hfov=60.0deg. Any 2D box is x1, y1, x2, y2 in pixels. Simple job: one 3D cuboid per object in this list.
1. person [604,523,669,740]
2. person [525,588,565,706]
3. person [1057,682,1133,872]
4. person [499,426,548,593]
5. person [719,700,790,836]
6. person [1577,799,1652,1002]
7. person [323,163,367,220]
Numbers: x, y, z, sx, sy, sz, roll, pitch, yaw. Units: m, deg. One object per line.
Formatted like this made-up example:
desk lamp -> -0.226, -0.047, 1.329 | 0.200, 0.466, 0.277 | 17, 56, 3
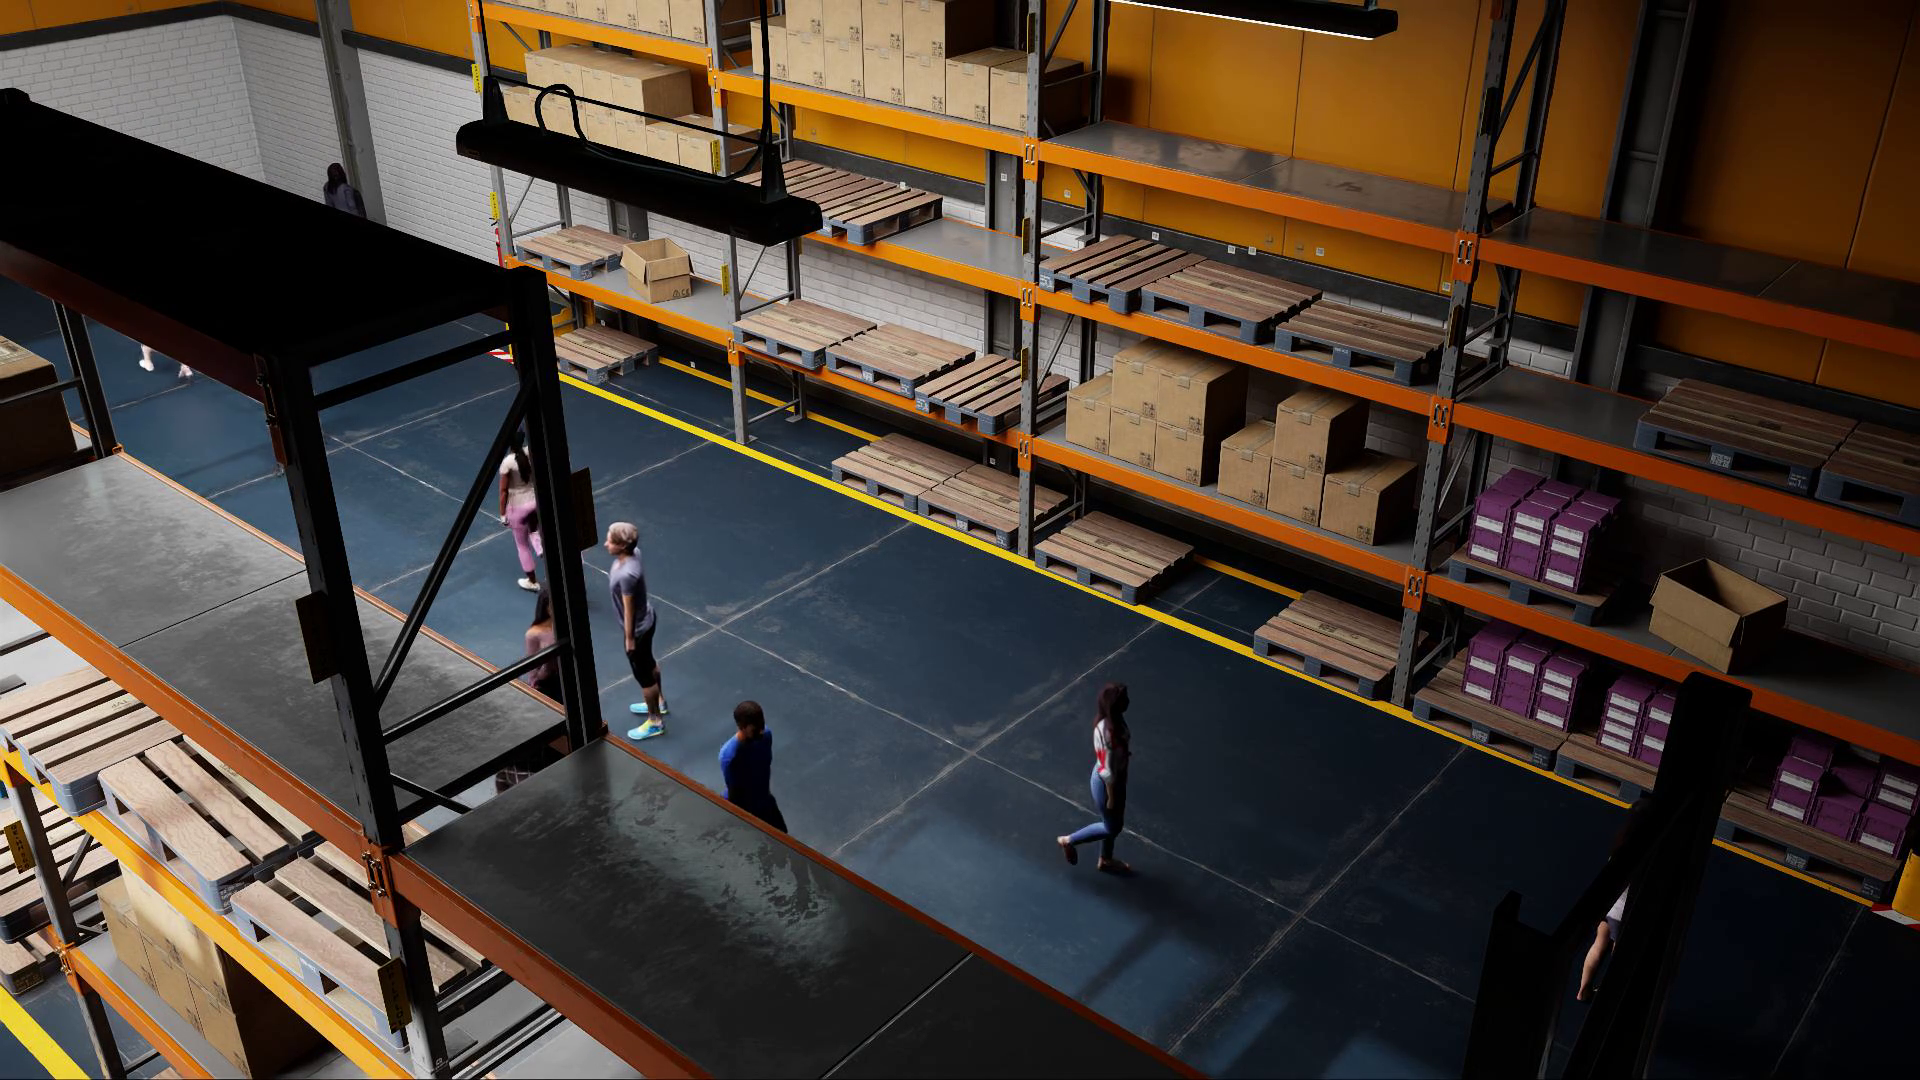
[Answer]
person -> -2.578, 0.688, 13.313 | 0.805, 1.880, 0.734 | -4, 29, -7
person -> -3.087, 1.131, 12.604 | 0.898, 1.781, 1.127 | -13, 31, -22
person -> 0.973, 1.701, 11.747 | 0.885, 1.601, 0.788 | 6, 29, 10
person -> -3.937, -0.271, 15.223 | 0.695, 1.735, 0.626 | 19, 34, 31
person -> -1.514, 1.833, 11.287 | 1.231, 1.810, 0.607 | 21, 35, 33
person -> 4.192, 2.327, 10.490 | 0.724, 1.706, 0.665 | -2, 29, -4
person -> -8.460, -4.430, 22.991 | 0.689, 1.597, 0.805 | 12, 31, 21
